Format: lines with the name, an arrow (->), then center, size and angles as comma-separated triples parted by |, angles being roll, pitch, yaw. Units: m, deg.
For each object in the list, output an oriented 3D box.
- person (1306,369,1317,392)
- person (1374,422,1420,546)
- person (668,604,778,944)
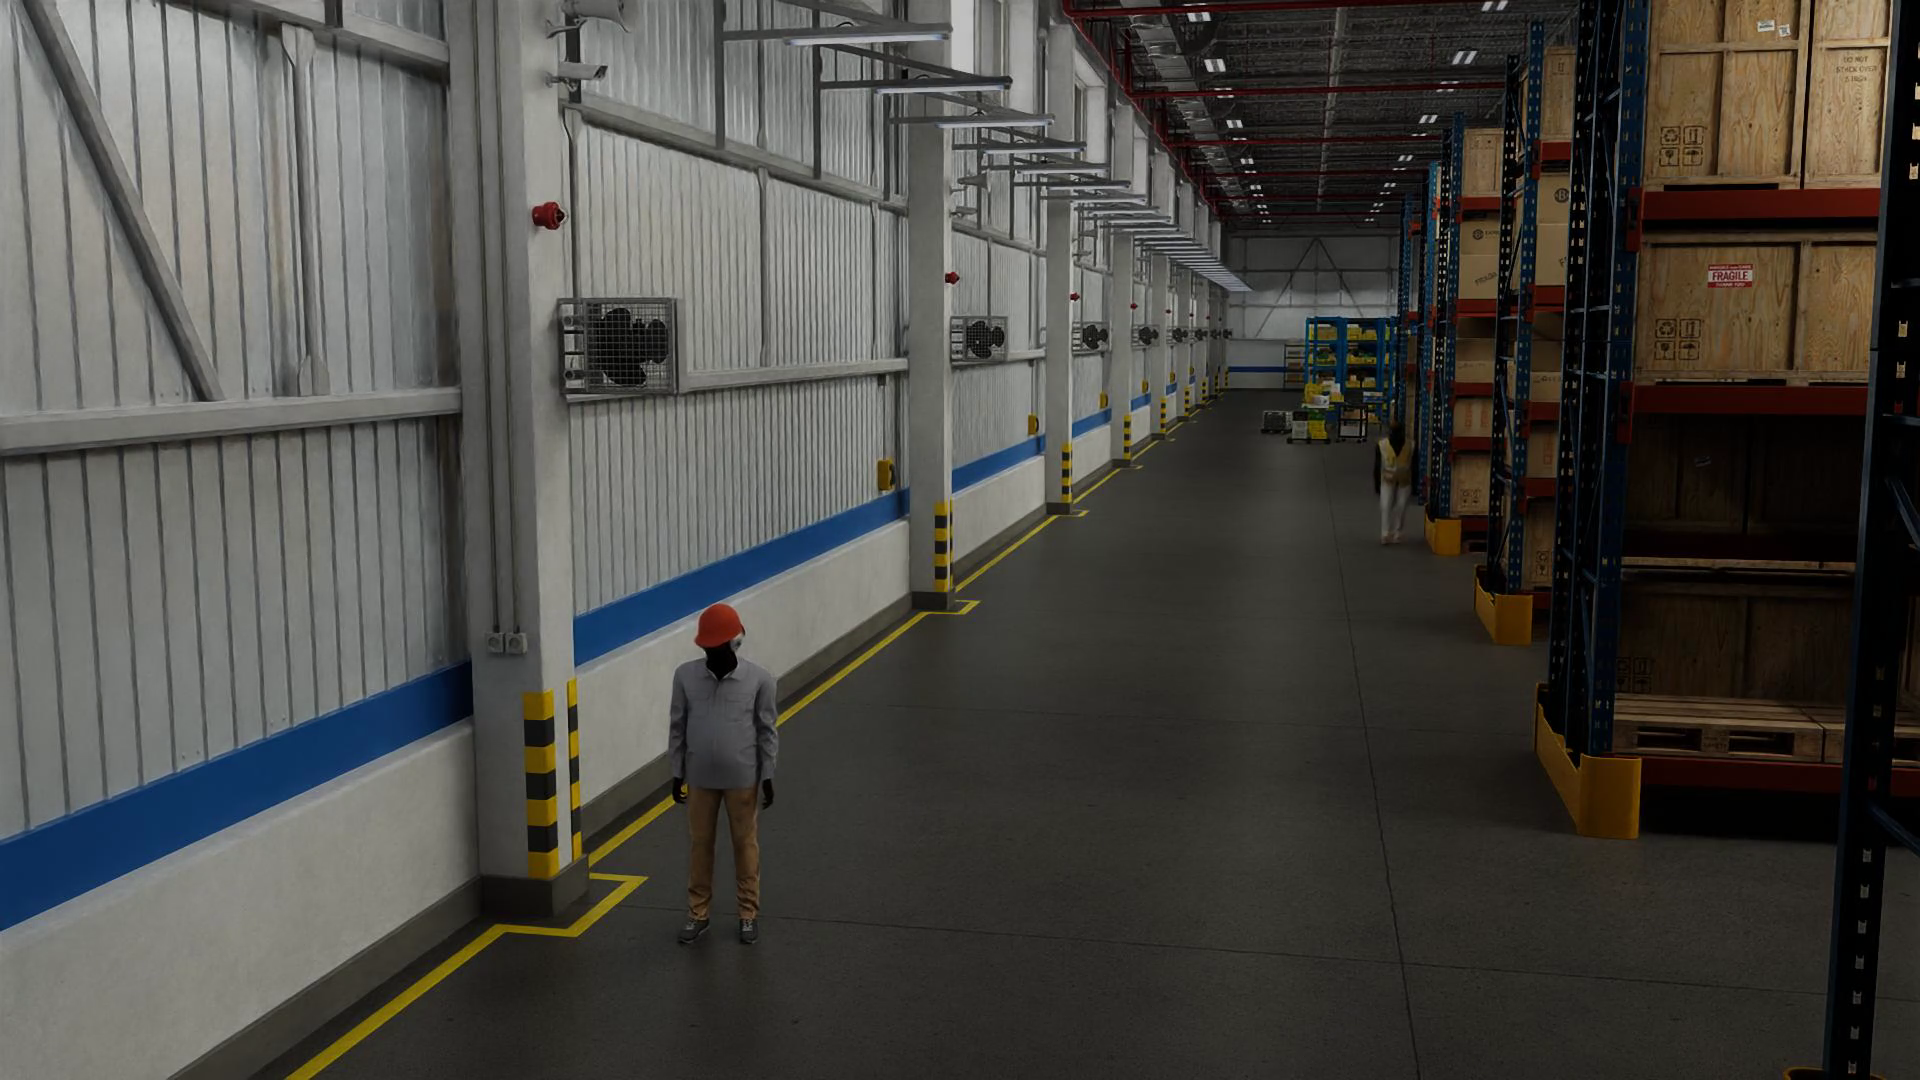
person -> 12.189, -4.996, 57.480 | 0.566, 1.850, 0.389 | -1, 7, -9
person -> 6.322, -0.796, 24.060 | 0.628, 1.803, 0.919 | 1, 7, 10
person -> -1.209, 1.181, 8.439 | 0.560, 1.743, 0.337 | 1, 7, 4
